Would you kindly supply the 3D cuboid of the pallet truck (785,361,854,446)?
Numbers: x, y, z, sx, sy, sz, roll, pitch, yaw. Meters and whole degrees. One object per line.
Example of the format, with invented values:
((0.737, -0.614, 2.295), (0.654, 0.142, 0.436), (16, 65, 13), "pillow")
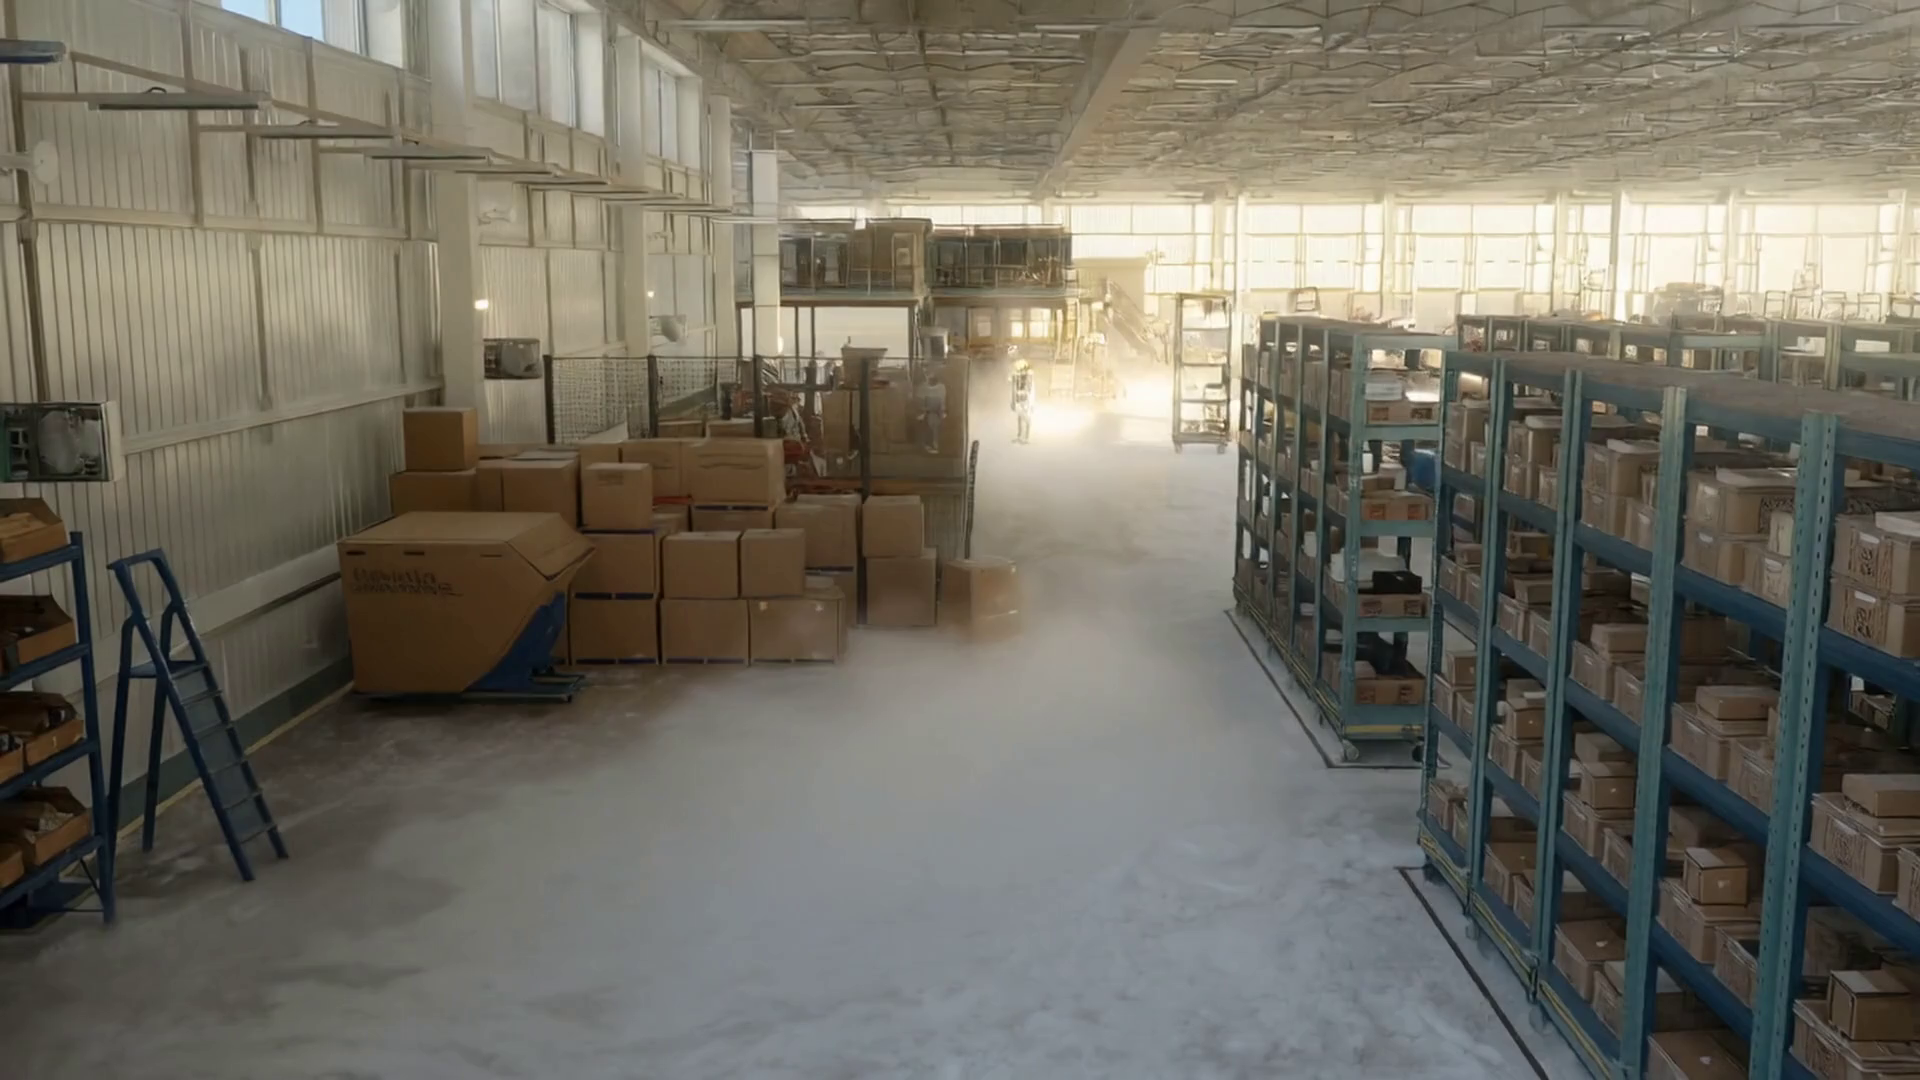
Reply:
((-3.410, -3.193, 38.978), (1.885, 1.965, 0.823), (0, 9, -1), "pallet truck")

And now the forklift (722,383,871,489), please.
((-2.893, -1.687, 28.729), (2.680, 1.987, 1.157), (0, 9, -1), "forklift")

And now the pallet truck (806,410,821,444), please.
((-3.559, -2.018, 33.905), (1.522, 1.261, 0.704), (0, 9, -1), "pallet truck")

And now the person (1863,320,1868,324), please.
((41.362, -9.118, 76.008), (0.579, 1.850, 0.936), (-3, 10, -19), "person")

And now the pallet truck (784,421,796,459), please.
((-4.013, -1.793, 32.705), (1.601, 1.201, 0.680), (0, 9, 1), "pallet truck")

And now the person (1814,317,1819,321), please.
((41.462, -9.893, 80.671), (0.613, 1.871, 0.974), (0, 9, -2), "person")

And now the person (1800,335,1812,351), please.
((30.456, -6.517, 59.751), (0.767, 1.908, 0.572), (-1, 9, -5), "person")

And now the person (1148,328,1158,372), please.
((7.868, -7.725, 67.660), (0.338, 1.764, 0.535), (-7, 12, -37), "person")

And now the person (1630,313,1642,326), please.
((34.645, -10.671, 85.285), (0.370, 1.940, 0.627), (-8, 12, -41), "person")

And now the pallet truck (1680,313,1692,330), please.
((36.315, -10.531, 84.244), (0.823, 1.965, 1.885), (-6, 11, -33), "pallet truck")

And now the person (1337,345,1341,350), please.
((15.824, -8.189, 70.211), (0.532, 1.860, 0.534), (2, 9, 11), "person")

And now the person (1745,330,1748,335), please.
((38.222, -9.995, 81.462), (0.669, 1.816, 0.693), (0, 9, 1), "person")

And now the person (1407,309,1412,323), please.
((25.592, -12.173, 94.623), (0.398, 1.918, 0.587), (5, 11, 29), "person")

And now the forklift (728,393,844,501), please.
((-2.979, -1.316, 26.476), (2.680, 1.987, 1.157), (0, 9, 1), "forklift")

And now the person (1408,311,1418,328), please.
((24.389, -11.380, 89.769), (0.599, 1.915, 0.912), (8, 12, 41), "person")

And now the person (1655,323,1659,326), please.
((29.330, -8.206, 70.193), (0.616, 1.903, 0.413), (6, 11, 34), "person")

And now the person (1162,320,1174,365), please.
((9.039, -8.543, 72.074), (0.606, 1.966, 0.367), (-4, 10, -21), "person")

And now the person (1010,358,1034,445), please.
((1.448, -3.268, 39.291), (0.605, 2.045, 0.378), (7, 12, 38), "person")

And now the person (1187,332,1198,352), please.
((9.760, -8.148, 70.174), (0.986, 1.788, 0.533), (-6, 11, -33), "person")

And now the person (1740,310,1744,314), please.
((43.609, -11.876, 92.847), (0.540, 1.891, 0.820), (8, 12, 41), "person")

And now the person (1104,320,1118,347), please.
((8.180, -11.319, 89.573), (0.880, 1.859, 0.589), (6, 11, 33), "person")

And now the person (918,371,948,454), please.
((-0.629, -2.891, 37.579), (0.659, 1.857, 1.021), (-6, 11, -31), "person")

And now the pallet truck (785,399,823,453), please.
((-3.814, -2.432, 36.419), (1.630, 1.274, 0.653), (0, 9, 1), "pallet truck")

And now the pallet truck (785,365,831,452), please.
((-3.774, -2.976, 37.635), (1.885, 1.965, 0.823), (1, 9, 5), "pallet truck")
